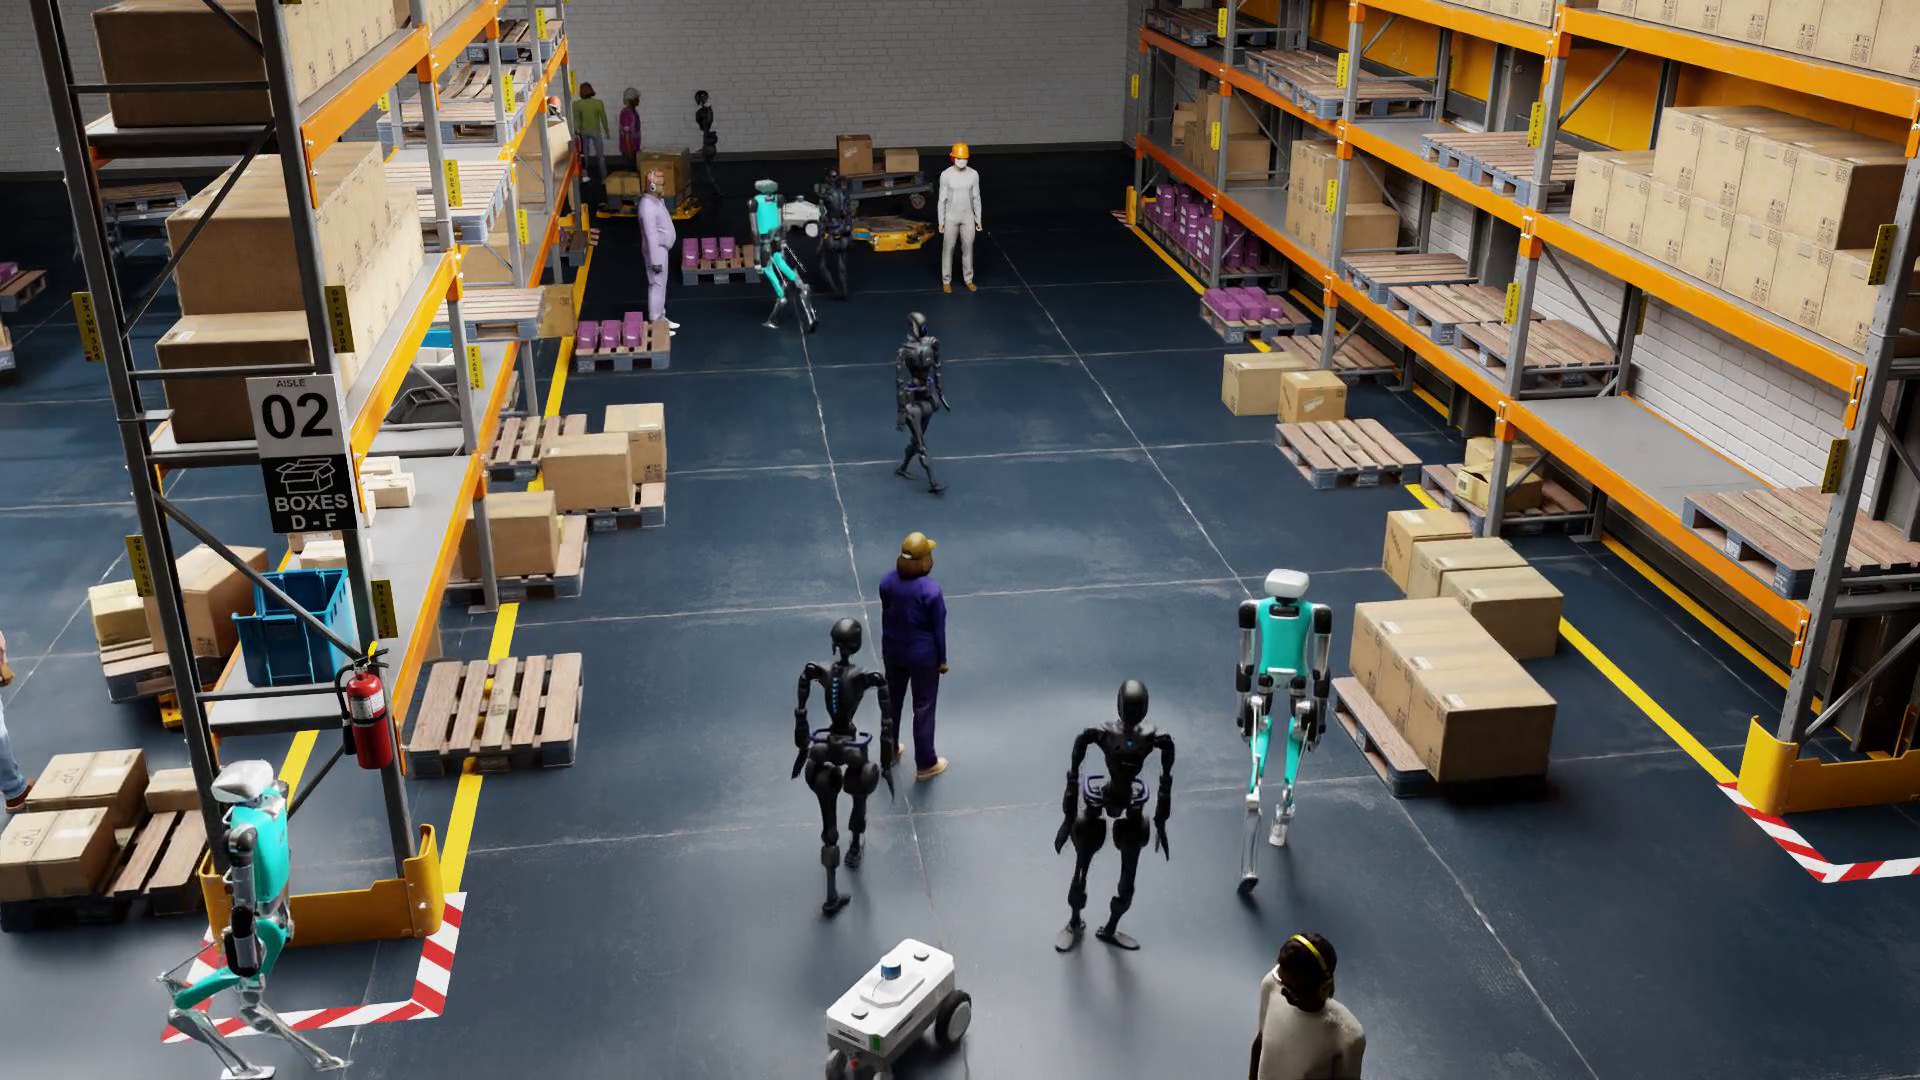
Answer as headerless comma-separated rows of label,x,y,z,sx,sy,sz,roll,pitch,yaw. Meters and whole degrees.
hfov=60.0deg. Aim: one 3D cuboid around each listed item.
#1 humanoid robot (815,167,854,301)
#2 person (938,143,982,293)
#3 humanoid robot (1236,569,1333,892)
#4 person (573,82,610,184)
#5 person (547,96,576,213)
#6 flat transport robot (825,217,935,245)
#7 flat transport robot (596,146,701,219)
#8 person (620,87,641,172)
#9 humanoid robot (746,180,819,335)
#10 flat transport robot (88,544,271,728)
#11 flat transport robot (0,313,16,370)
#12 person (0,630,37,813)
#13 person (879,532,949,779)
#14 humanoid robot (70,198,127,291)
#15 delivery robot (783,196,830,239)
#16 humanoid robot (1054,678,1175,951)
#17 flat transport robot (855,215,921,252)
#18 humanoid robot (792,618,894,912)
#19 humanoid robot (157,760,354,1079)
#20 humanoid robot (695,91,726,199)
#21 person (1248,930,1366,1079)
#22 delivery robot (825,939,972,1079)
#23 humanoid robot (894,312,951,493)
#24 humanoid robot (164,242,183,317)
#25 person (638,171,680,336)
humanoid robot,-1.527,-3.763,20.497,0.358,1.640,0.606,18,29,35
person,-0.002,-4.043,20.885,0.560,1.888,0.399,-5,24,-12
humanoid robot,1.754,1.148,9.293,0.562,1.750,1.053,6,24,14
person,-5.984,-6.612,27.045,0.584,1.626,0.320,0,24,-1
person,-6.028,-5.776,24.995,0.561,1.745,0.336,-4,24,-9
flat transport robot,-1.134,-4.392,23.683,1.431,0.231,0.659,6,25,14
flat transport robot,-4.694,-5.004,25.079,1.431,0.231,0.659,2,24,5
person,-4.981,-5.953,25.305,0.410,1.829,0.530,4,24,8
humanoid robot,-1.978,-3.233,19.241,0.961,1.770,0.555,18,29,35
flat transport robot,-5.323,0.873,11.690,0.659,0.231,1.431,-13,27,-27
flat transport robot,-10.724,-1.767,17.704,0.659,0.231,1.431,-13,27,-27
person,-5.956,0.732,9.865,0.620,1.992,0.392,-4,24,-10
person,-0.279,0.702,10.401,0.462,1.617,0.368,15,28,30
humanoid robot,-10.326,-3.517,19.957,0.515,1.629,0.620,20,31,38
delivery robot,-2.254,-4.629,23.882,0.790,0.606,0.499,5,24,11
humanoid robot,0.793,1.446,8.643,0.605,1.643,0.357,-1,24,-1
flat transport robot,-1.040,-4.358,23.607,0.659,0.231,1.431,-6,24,-14
humanoid robot,-0.656,1.218,9.221,0.615,1.622,0.749,6,24,14
humanoid robot,-3.367,1.841,7.689,0.841,1.792,0.541,-1,24,-2
humanoid robot,-3.914,-6.193,26.036,0.408,1.640,0.599,-3,24,-7
person,1.289,2.293,6.472,0.329,1.865,0.515,-18,30,-36
delivery robot,-0.315,2.289,8.129,0.499,0.612,0.794,15,28,30
humanoid robot,-0.323,-1.242,14.810,0.769,1.628,0.609,20,31,39
humanoid robot,-7.878,-2.469,17.507,0.551,1.798,0.847,5,24,11
person,-3.472,-3.309,19.199,0.406,1.900,0.634,-2,24,-5
